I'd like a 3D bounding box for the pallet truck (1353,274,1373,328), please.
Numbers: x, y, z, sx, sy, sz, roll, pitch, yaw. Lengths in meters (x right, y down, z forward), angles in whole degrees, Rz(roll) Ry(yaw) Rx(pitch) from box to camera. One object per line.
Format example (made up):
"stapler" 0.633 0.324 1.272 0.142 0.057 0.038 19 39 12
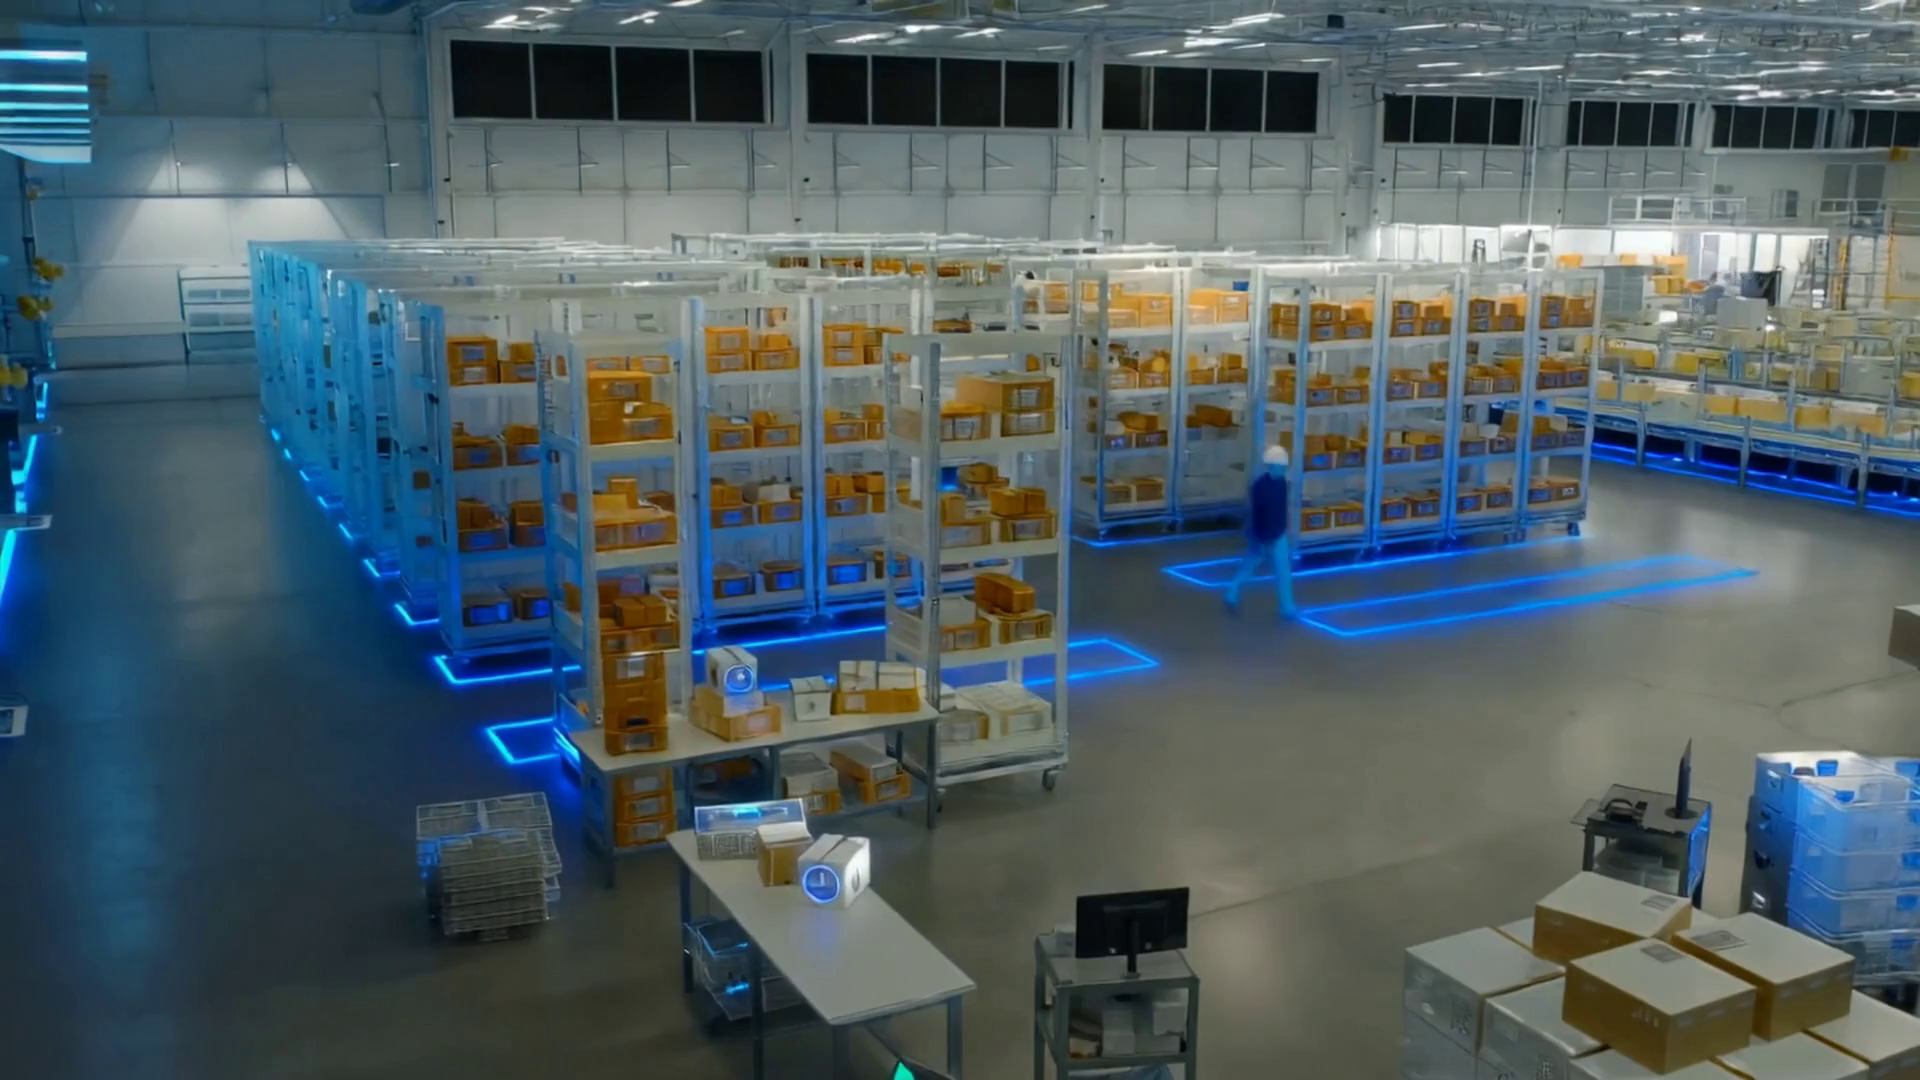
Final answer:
"pallet truck" 13.011 -8.050 55.243 0.823 1.965 1.885 -7 14 -28

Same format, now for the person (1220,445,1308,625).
"person" 3.310 -0.082 18.112 0.634 1.948 1.046 -11 16 -42
